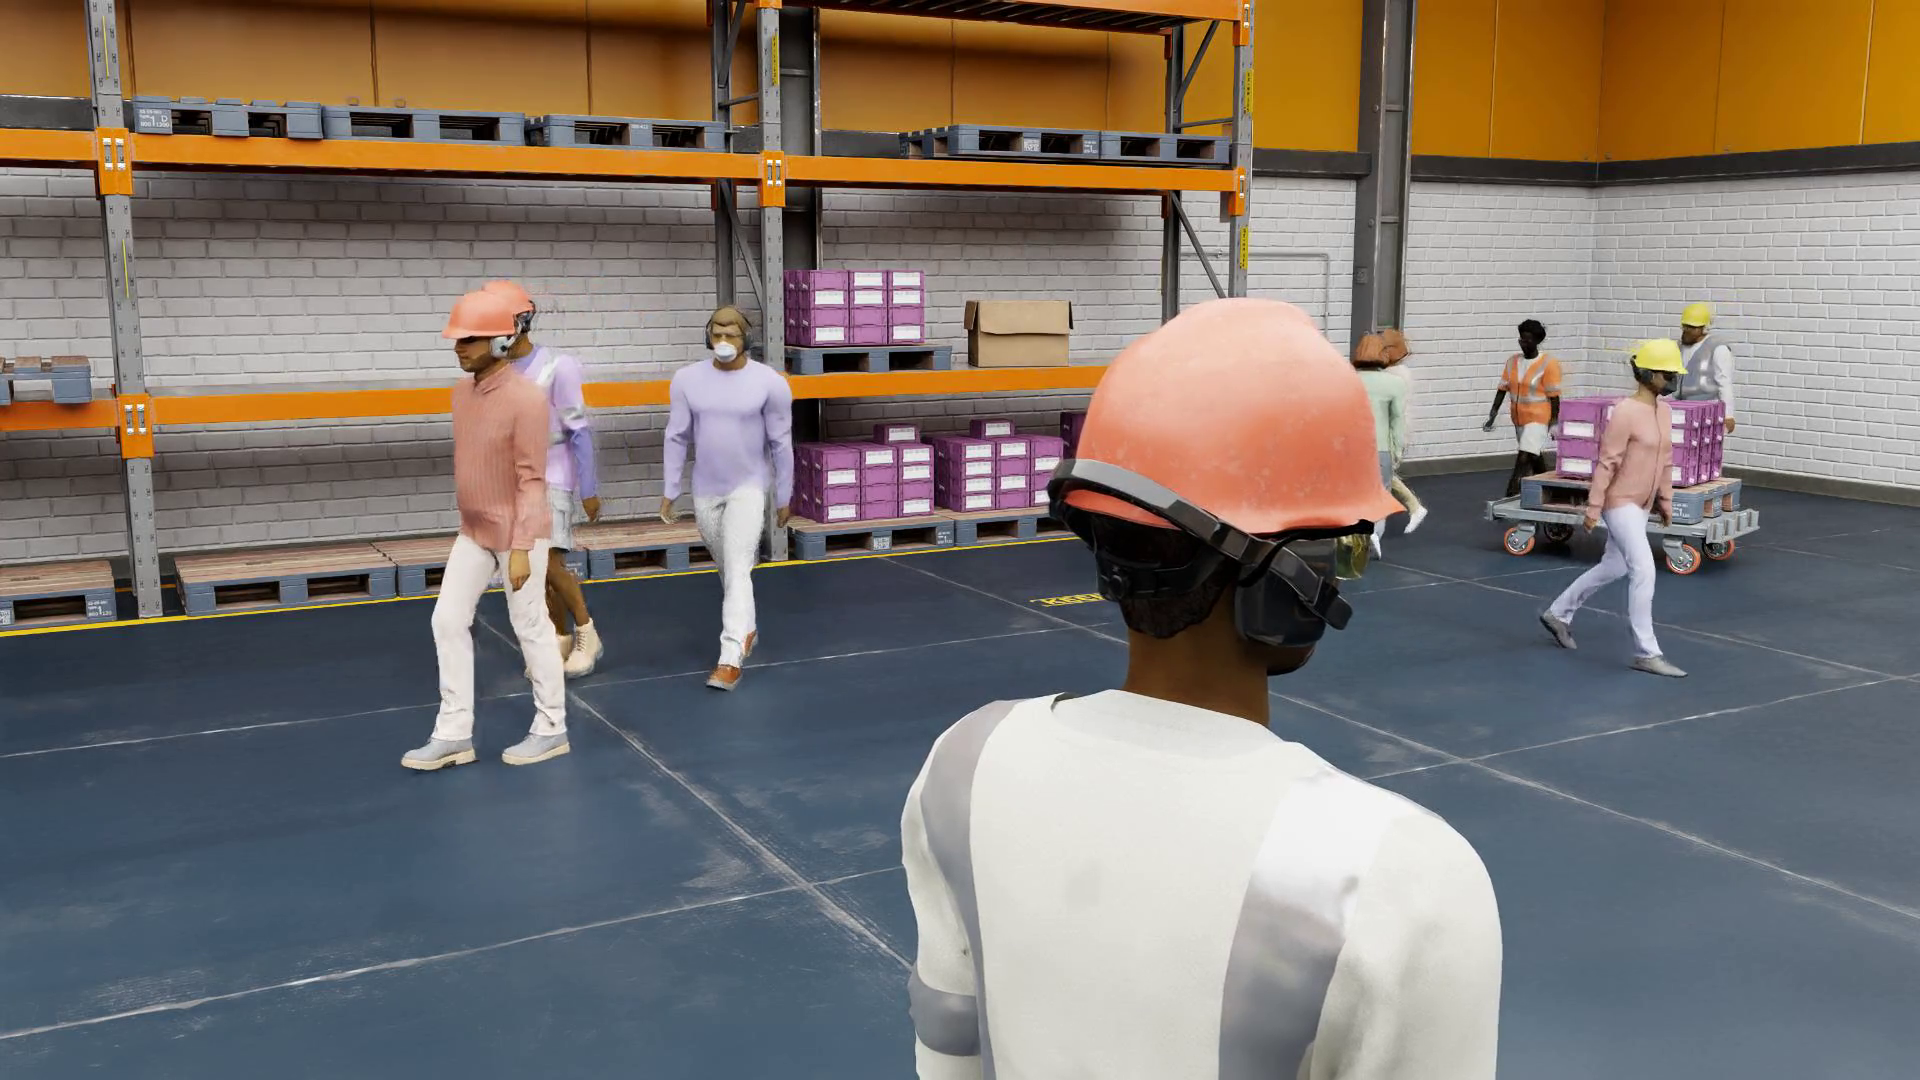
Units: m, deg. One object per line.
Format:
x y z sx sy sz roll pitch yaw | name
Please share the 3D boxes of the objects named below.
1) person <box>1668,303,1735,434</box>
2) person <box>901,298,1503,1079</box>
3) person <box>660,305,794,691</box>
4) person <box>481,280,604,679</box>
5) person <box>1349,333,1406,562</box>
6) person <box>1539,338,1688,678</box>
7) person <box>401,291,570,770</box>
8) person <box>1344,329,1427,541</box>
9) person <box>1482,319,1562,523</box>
6.163 -1.097 13.977 0.937 1.763 0.675 -3 10 -17 | person
0.223 0.807 1.553 0.608 2.044 0.372 9 13 43 | person
-1.165 -0.242 8.472 0.633 1.892 1.038 2 10 13 | person
-2.133 -0.274 8.250 0.624 2.008 0.535 6 11 31 | person
2.825 -0.627 11.568 0.510 1.618 0.445 4 10 21 | person
3.429 -0.200 8.679 0.538 1.724 0.857 -8 12 -41 | person
-1.965 -0.012 6.765 0.656 1.963 0.817 8 12 39 | person
3.291 -0.803 12.690 0.735 1.608 0.509 -2 10 -14 | person
4.557 -0.957 13.446 0.845 1.641 0.553 -4 10 -23 | person
